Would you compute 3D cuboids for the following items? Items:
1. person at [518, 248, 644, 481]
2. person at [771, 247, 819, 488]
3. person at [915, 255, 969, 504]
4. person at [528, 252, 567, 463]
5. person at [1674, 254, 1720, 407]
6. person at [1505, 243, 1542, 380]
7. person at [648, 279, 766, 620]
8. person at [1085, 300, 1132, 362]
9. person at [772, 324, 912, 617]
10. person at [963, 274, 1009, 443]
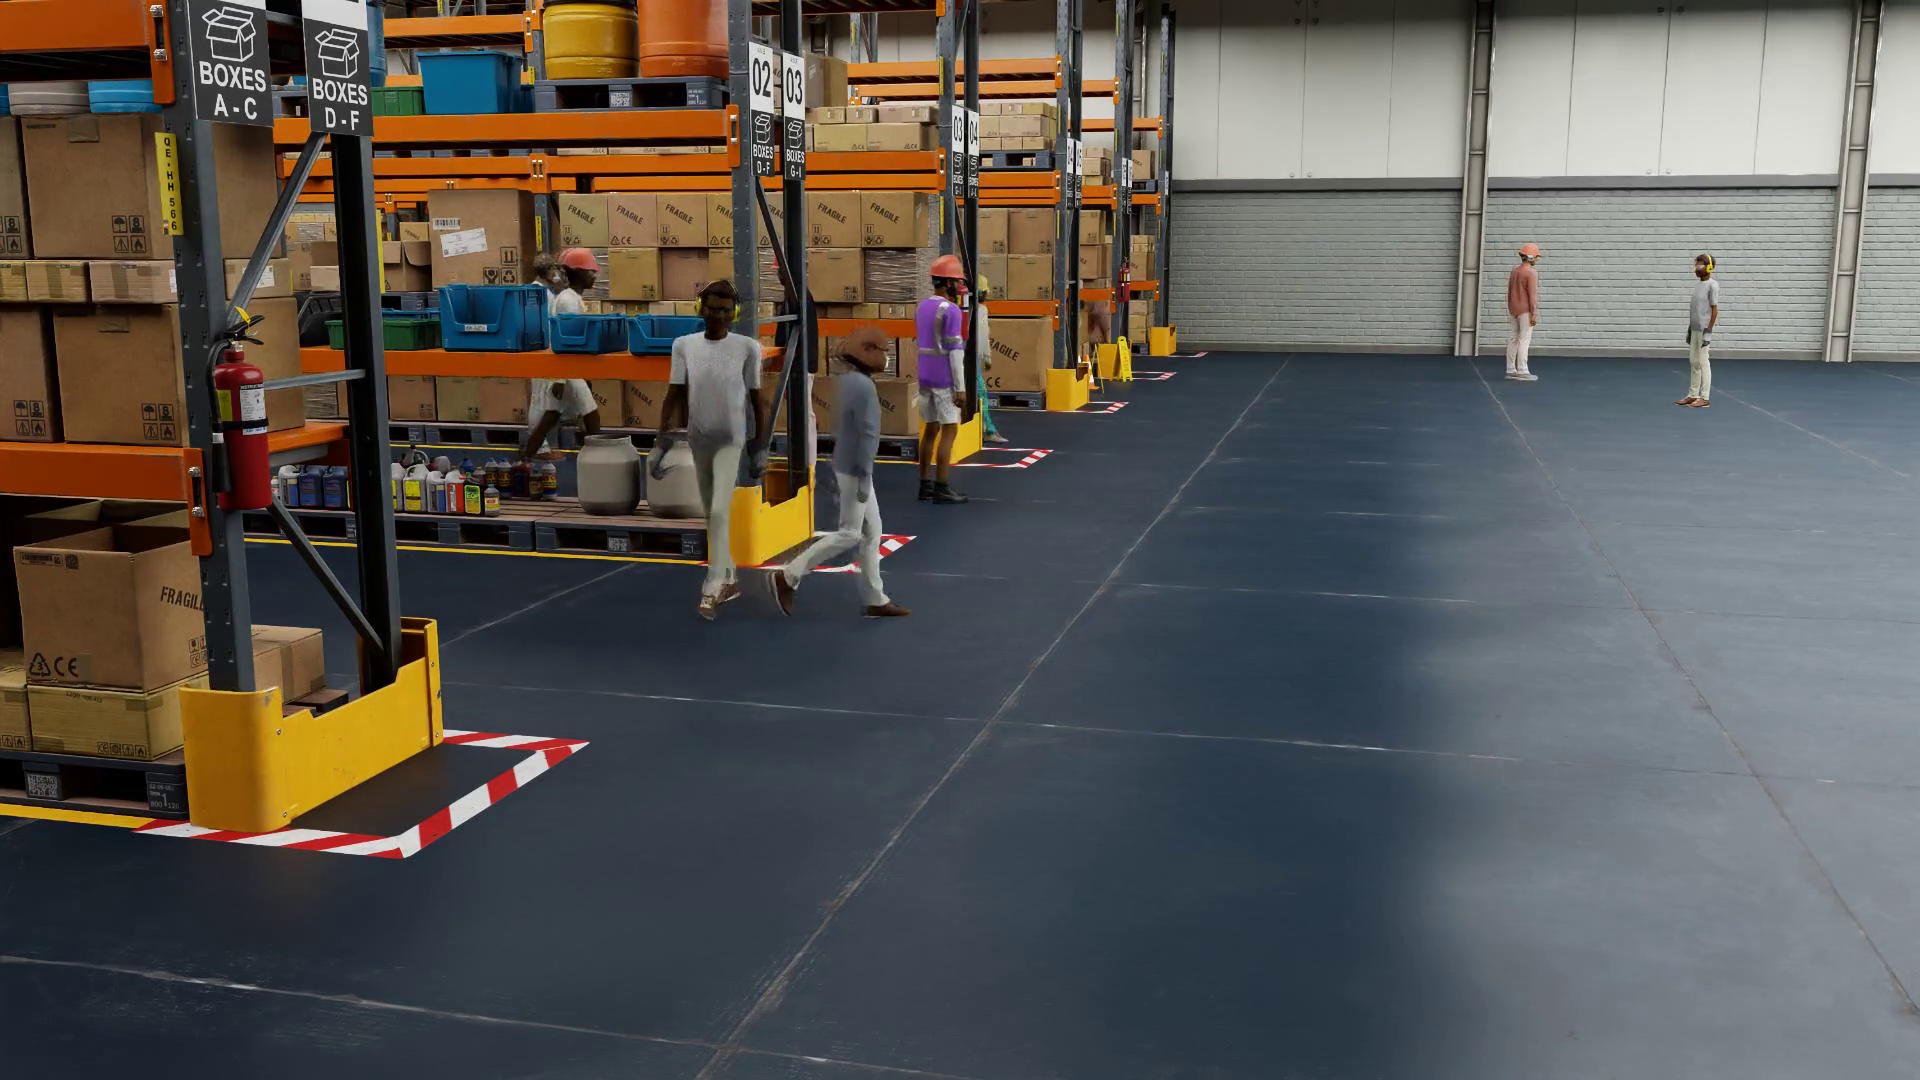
[{"bbox_3d":[-3.194,-1.384,13.587,1.070,1.982,0.619,-3,11,-17],"label":"person"},{"bbox_3d":[-1.357,-1.411,13.694,0.392,1.990,0.612,0,10,2],"label":"person"},{"bbox_3d":[-0.127,-1.240,12.947,0.399,1.927,0.543,-7,12,-33],"label":"person"},{"bbox_3d":[-3.842,-1.677,15.355,0.374,1.931,0.625,-3,11,-16],"label":"person"},{"bbox_3d":[9.076,-2.563,20.414,0.328,1.871,0.513,-1,10,-4],"label":"person"},{"bbox_3d":[8.264,-3.335,24.349,0.396,1.990,0.621,-3,11,-14],"label":"person"},{"bbox_3d":[-1.383,-0.485,9.019,0.562,1.820,0.922,2,11,13],"label":"person"},{"bbox_3d":[2.246,-3.712,26.863,0.989,1.850,0.648,-3,11,-15],"label":"person"},{"bbox_3d":[-0.640,-0.355,8.924,0.710,1.603,0.518,-2,10,-10],"label":"person"},{"bbox_3d":[0.070,-1.840,16.860,0.867,1.712,0.540,5,11,25],"label":"person"}]
